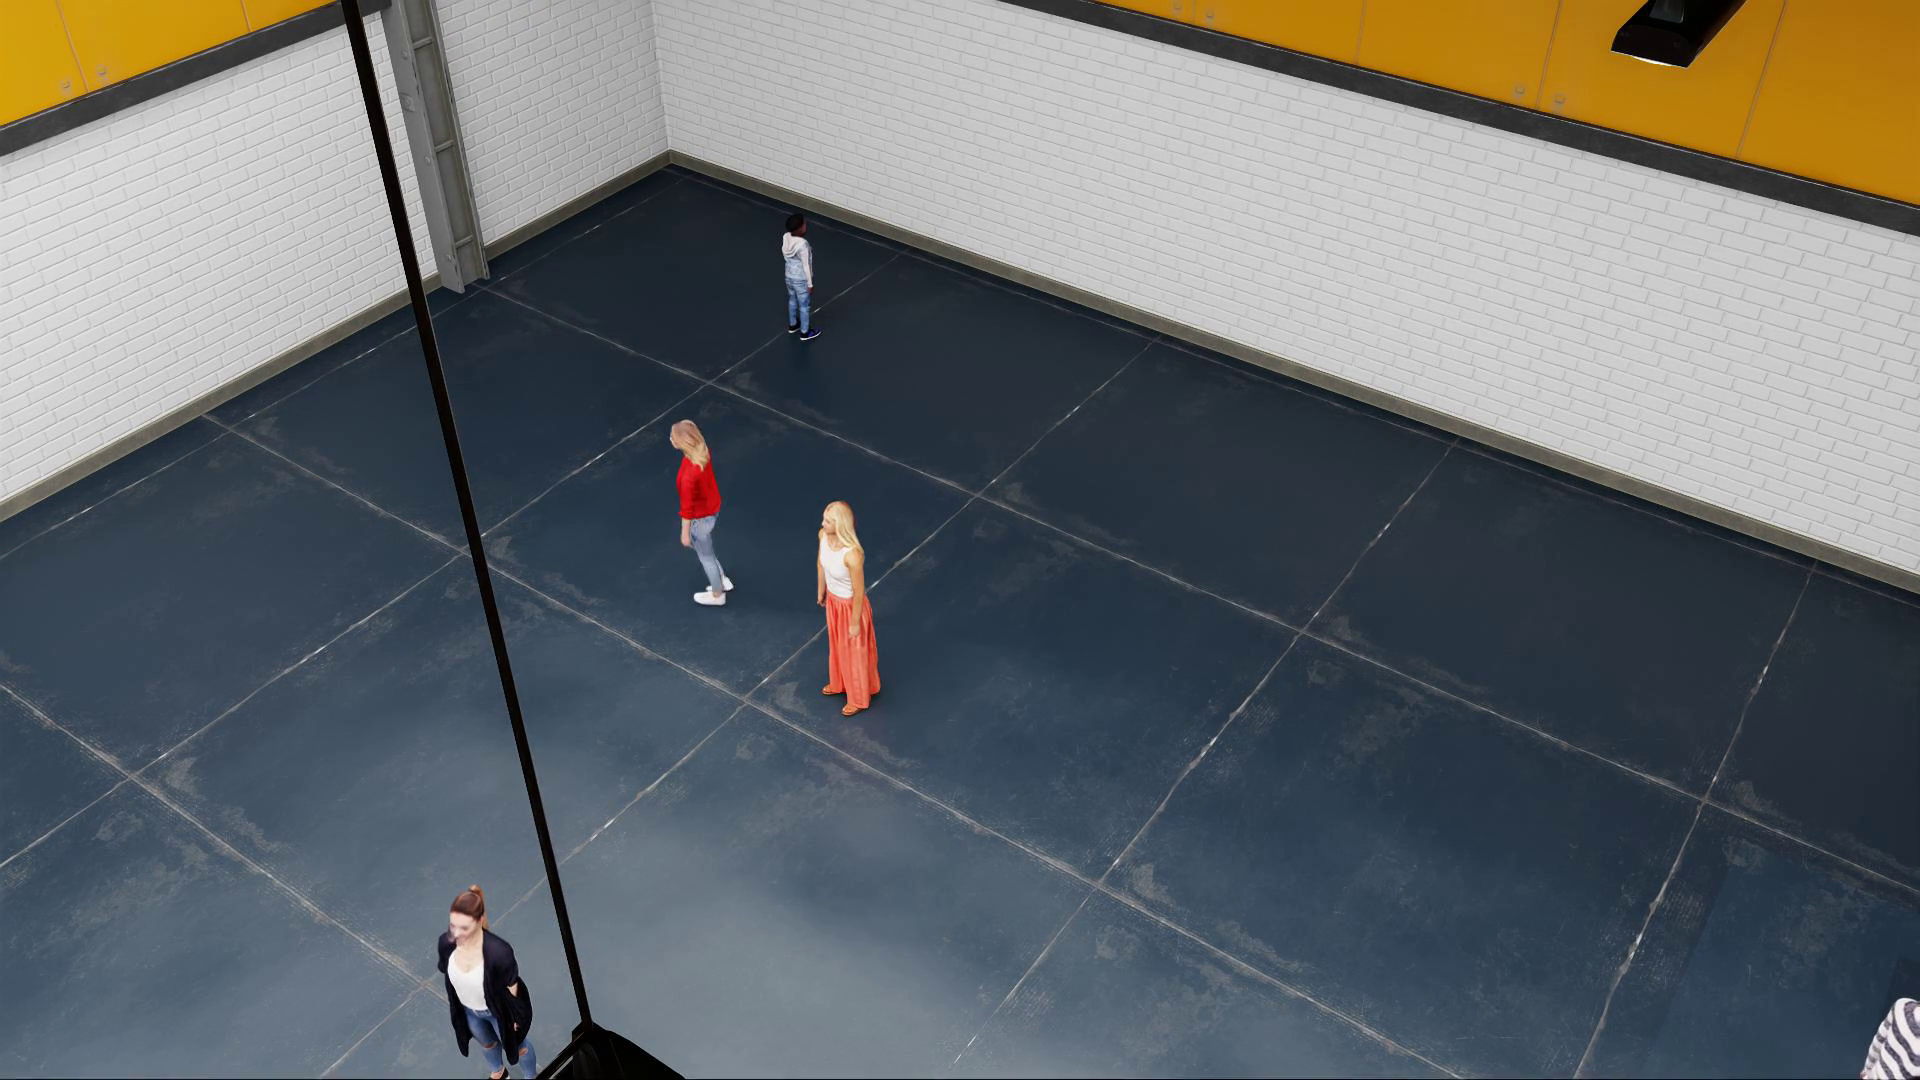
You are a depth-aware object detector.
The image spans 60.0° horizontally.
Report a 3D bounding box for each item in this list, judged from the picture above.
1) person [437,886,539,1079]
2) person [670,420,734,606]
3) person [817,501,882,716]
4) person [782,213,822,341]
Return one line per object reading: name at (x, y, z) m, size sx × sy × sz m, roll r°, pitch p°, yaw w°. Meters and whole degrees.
person at (-2.550, 2.504, 9.028) m, size 0.678 × 1.680 × 0.665 m, roll 10°, pitch 40°, yaw 12°
person at (-1.844, -0.168, 12.360) m, size 0.785 × 1.698 × 0.671 m, roll 6°, pitch 39°, yaw 7°
person at (-0.785, 0.458, 11.494) m, size 0.694 × 1.801 × 0.708 m, roll -24°, pitch 44°, yaw -27°
person at (-1.521, -2.483, 15.611) m, size 0.530 × 1.258 × 0.509 m, roll -30°, pitch 47°, yaw -32°
